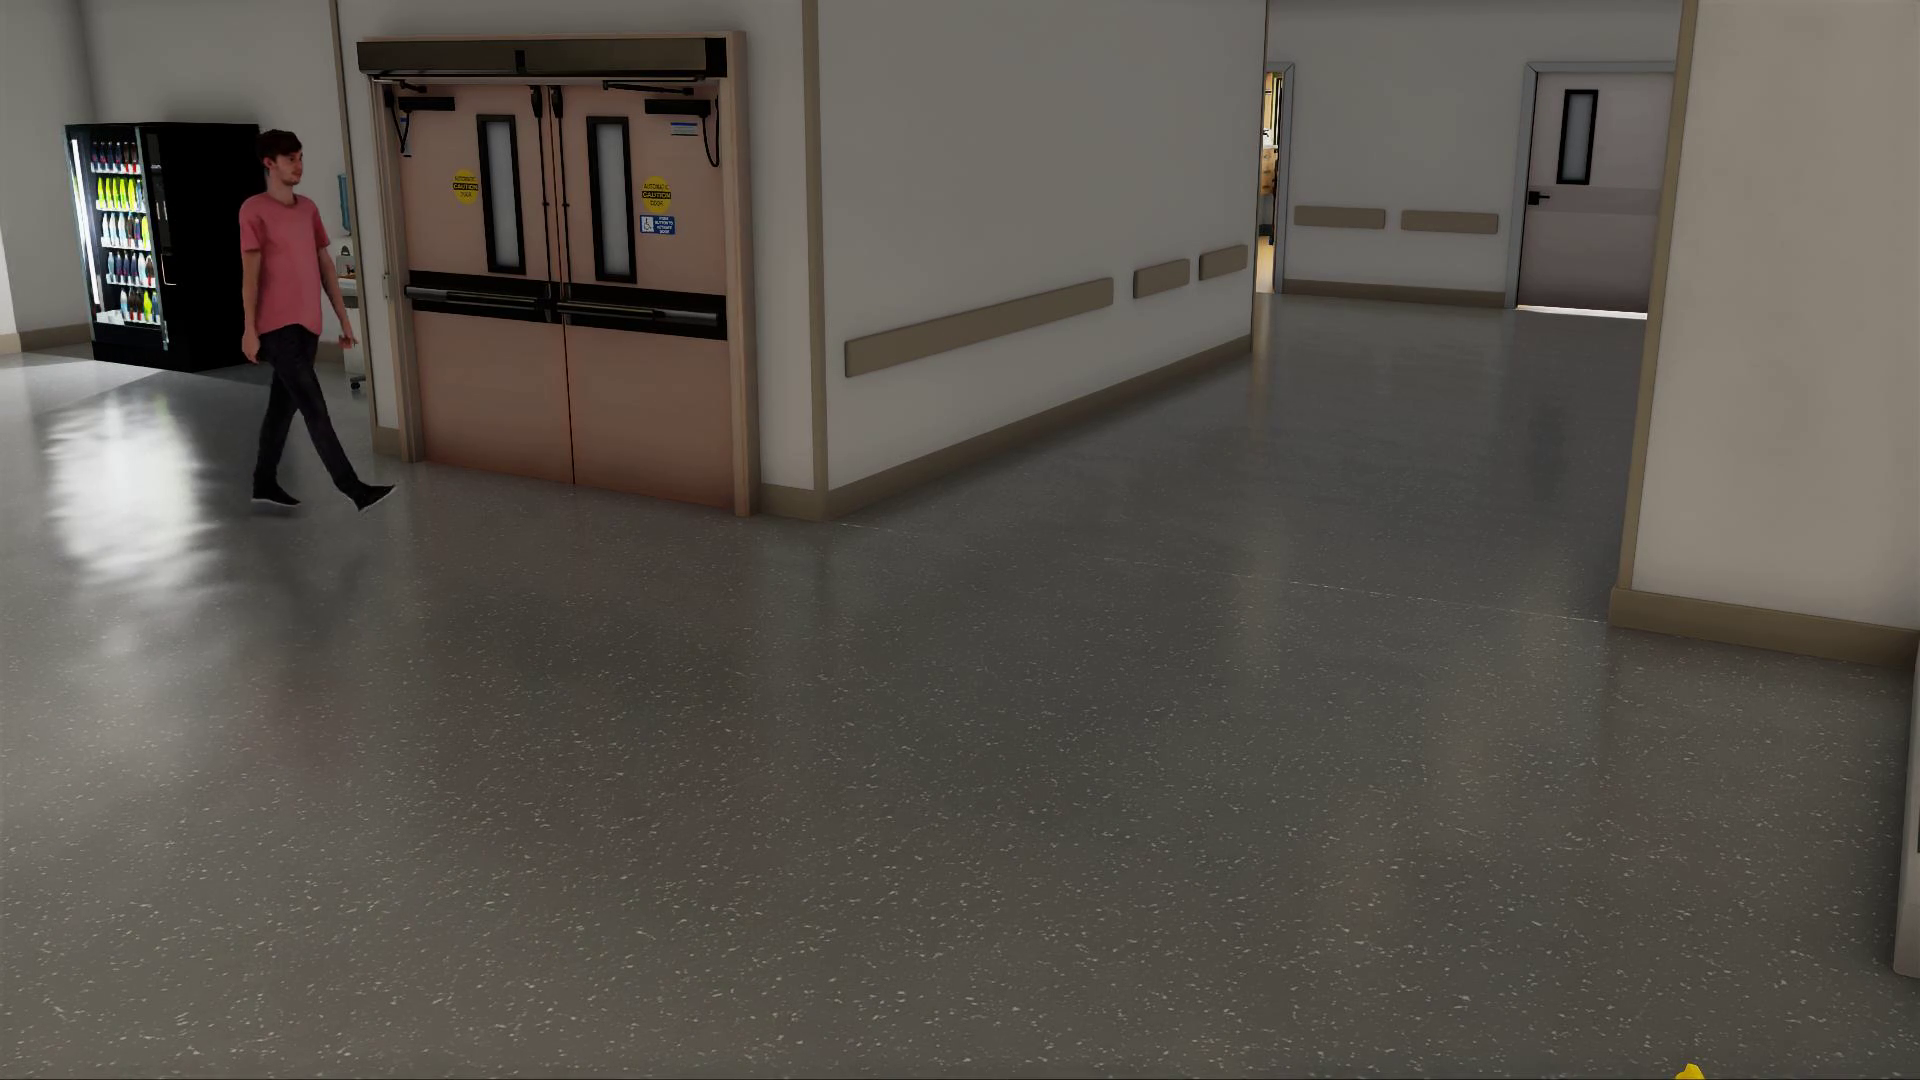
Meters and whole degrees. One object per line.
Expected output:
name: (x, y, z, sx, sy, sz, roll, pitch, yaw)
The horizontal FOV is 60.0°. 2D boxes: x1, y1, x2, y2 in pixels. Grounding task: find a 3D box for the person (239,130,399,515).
person: (-3.448, -1.041, 8.379, 1.265, 1.906, 0.803, 6, 17, 20)
